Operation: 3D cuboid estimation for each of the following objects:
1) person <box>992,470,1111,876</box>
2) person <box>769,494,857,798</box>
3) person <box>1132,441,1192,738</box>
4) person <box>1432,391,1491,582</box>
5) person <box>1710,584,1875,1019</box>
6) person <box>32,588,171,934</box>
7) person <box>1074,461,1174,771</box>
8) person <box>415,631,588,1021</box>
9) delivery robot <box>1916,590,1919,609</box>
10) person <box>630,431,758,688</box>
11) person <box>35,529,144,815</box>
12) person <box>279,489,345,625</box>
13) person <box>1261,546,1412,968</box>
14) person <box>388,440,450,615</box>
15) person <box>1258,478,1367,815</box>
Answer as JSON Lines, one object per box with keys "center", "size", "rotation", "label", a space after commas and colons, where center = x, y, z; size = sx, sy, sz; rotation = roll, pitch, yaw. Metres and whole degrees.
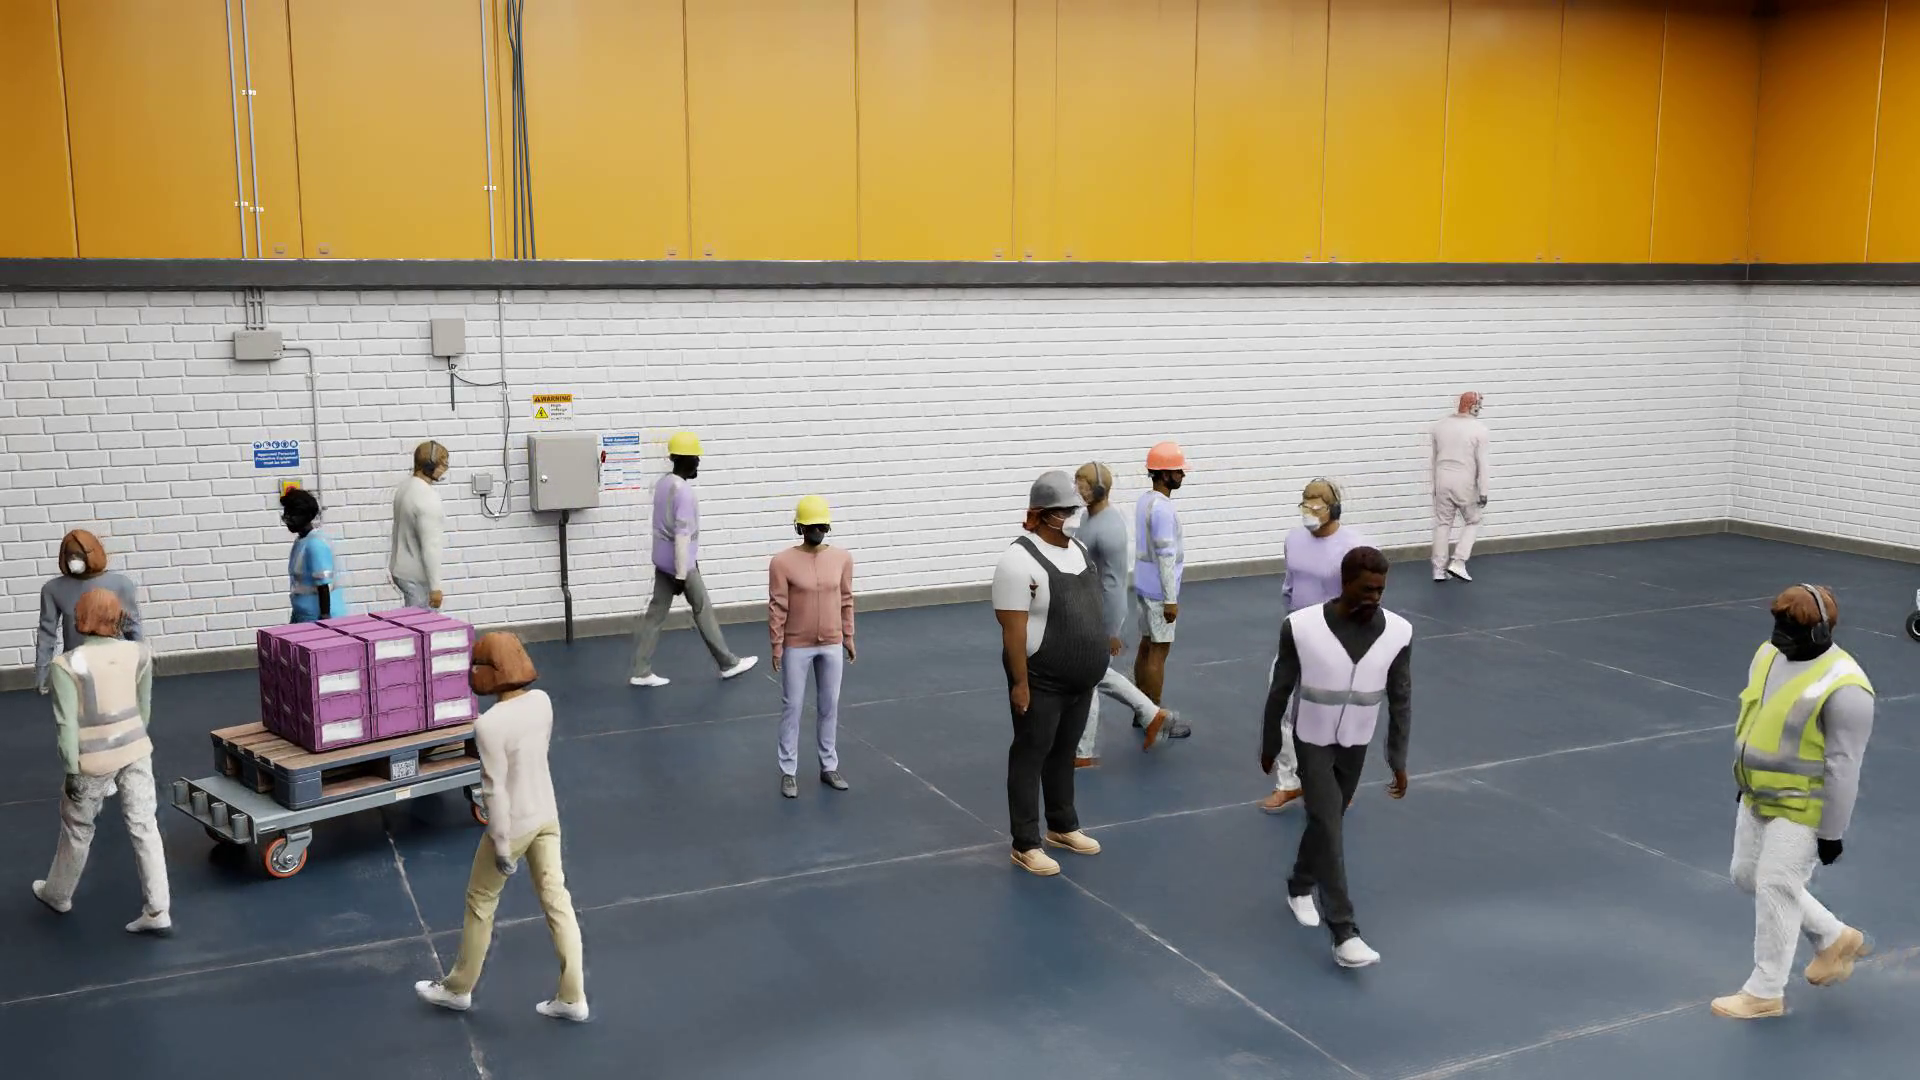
{"center": [0.510, 0.658, 8.486], "size": [0.538, 2.000, 0.683], "rotation": [7, 12, 37], "label": "person"}
{"center": [-0.845, 0.608, 9.646], "size": [0.533, 1.767, 0.326], "rotation": [-4, 10, -26], "label": "person"}
{"center": [1.324, 0.319, 10.903], "size": [0.362, 1.939, 0.542], "rotation": [-1, 9, -9], "label": "person"}
{"center": [4.871, -0.511, 16.217], "size": [0.426, 1.878, 0.686], "rotation": [-8, 12, -41], "label": "person"}
{"center": [3.410, 1.059, 6.696], "size": [0.584, 1.823, 0.644], "rotation": [-1, 9, -3], "label": "person"}
{"center": [-3.965, 1.009, 7.688], "size": [0.886, 1.581, 0.524], "rotation": [5, 10, 28], "label": "person"}
{"center": [0.910, 0.463, 10.087], "size": [0.737, 1.916, 0.631], "rotation": [0, 9, -2], "label": "person"}
{"center": [-1.867, 1.157, 6.753], "size": [0.815, 1.597, 0.500], "rotation": [4, 10, 23], "label": "person"}
{"center": [8.194, 0.543, 13.508], "size": [0.477, 0.478, 0.707], "rotation": [-7, 11, -35], "label": "delivery robot"}
{"center": [-1.992, 0.144, 12.183], "size": [0.992, 1.879, 0.607], "rotation": [-6, 11, -32], "label": "person"}
{"center": [-4.917, 0.738, 9.363], "size": [0.529, 1.584, 0.846], "rotation": [-1, 9, -6], "label": "person"}
{"center": [-4.145, 0.506, 10.528], "size": [0.476, 1.680, 0.608], "rotation": [-5, 10, -28], "label": "person"}
{"center": [1.687, 0.925, 7.405], "size": [0.608, 1.848, 1.000], "rotation": [-2, 9, -10], "label": "person"}
{"center": [-3.785, 0.264, 11.392], "size": [0.777, 1.903, 0.688], "rotation": [-6, 11, -33], "label": "person"}
{"center": [1.927, 0.613, 9.151], "size": [0.664, 1.914, 0.653], "rotation": [-6, 11, -33], "label": "person"}
